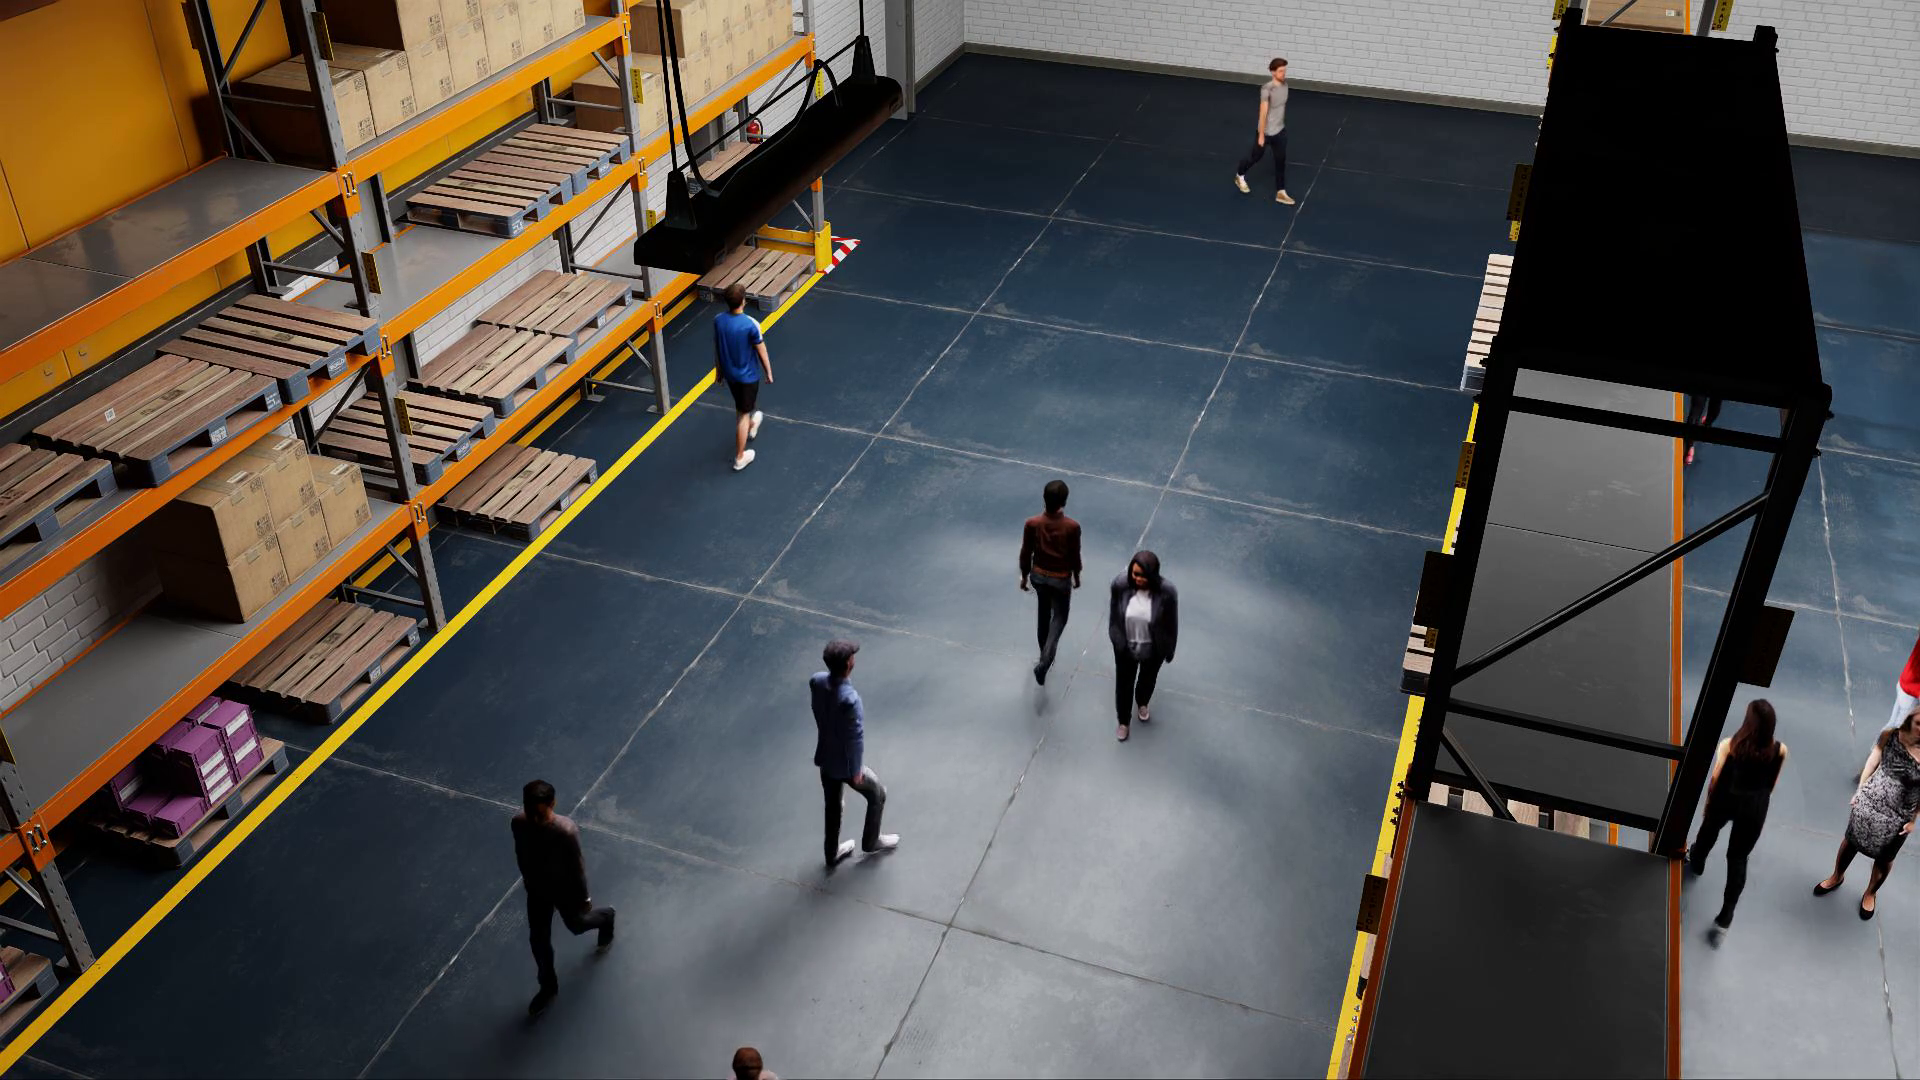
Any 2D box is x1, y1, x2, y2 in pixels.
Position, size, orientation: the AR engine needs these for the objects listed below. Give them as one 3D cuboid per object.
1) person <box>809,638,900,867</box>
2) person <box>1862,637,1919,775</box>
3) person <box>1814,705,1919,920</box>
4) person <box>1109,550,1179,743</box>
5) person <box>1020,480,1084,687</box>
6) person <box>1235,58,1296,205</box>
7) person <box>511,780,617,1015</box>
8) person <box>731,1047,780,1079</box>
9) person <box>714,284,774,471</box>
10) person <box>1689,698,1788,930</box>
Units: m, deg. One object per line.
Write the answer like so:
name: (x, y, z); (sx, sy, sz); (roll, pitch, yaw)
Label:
person: (-0.866, 1.513, 11.316); (0.916, 1.868, 0.850); (-28, 43, -35)
person: (6.926, 1.120, 12.057); (0.677, 1.704, 0.439); (11, 35, 16)
person: (6.188, 1.766, 11.082); (0.635, 1.706, 0.634); (-26, 42, -34)
person: (1.398, 0.724, 12.765); (0.778, 1.579, 0.863); (2, 34, 3)
person: (0.716, 0.368, 13.144); (0.654, 1.753, 0.993); (9, 35, 13)
person: (3.964, -5.340, 21.643); (1.250, 1.851, 1.170); (-22, 40, -30)
person: (-2.495, 2.136, 10.500); (0.672, 1.735, 1.066); (12, 35, 17)
person: (-1.118, 3.234, 9.346); (0.659, 1.184, 0.809); (-2, 34, -3)
person: (-2.143, -1.541, 15.945); (0.671, 1.831, 1.091); (11, 35, 16)
person: (5.179, 1.825, 11.040); (0.627, 1.655, 1.124); (10, 35, 15)
